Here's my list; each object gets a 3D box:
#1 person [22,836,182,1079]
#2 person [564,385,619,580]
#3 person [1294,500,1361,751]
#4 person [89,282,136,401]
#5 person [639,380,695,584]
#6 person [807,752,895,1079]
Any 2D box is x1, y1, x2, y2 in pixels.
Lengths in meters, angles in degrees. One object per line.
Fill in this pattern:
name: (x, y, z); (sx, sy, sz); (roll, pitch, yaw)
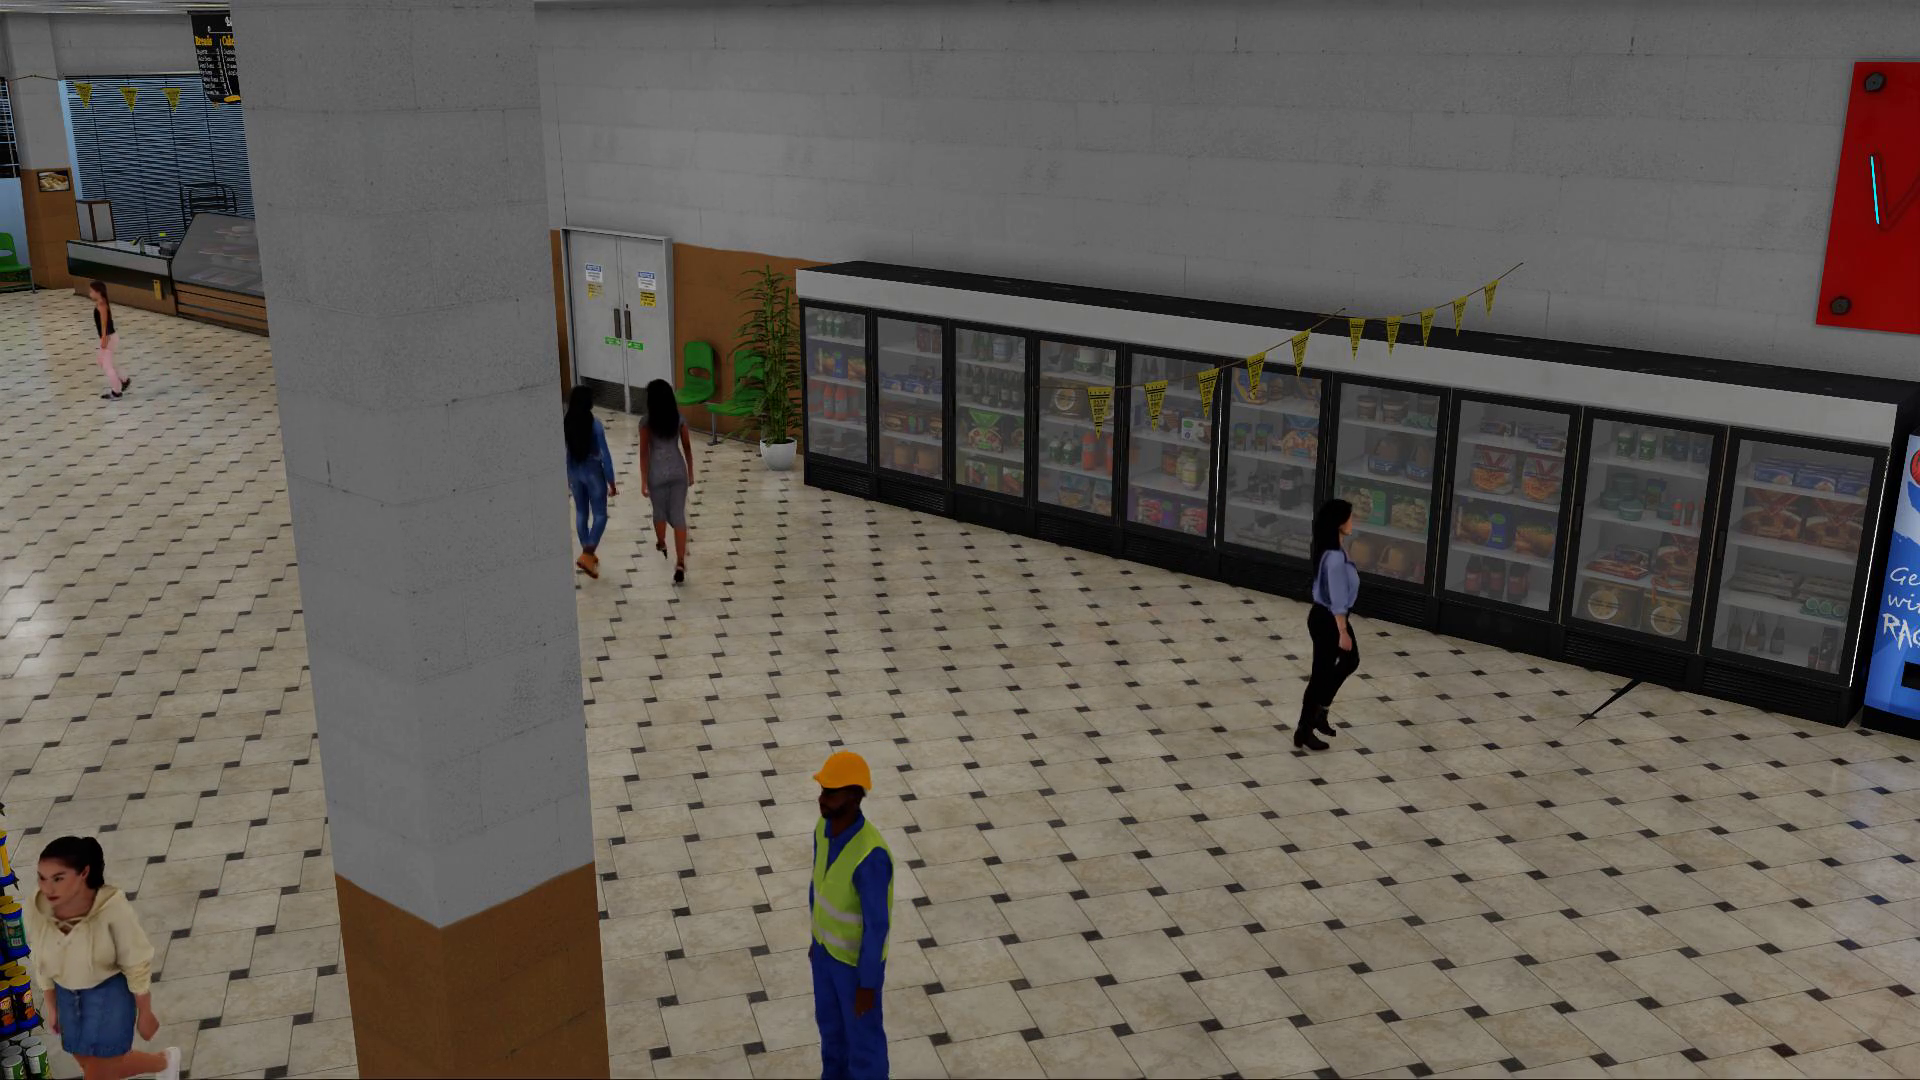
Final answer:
person: (-3.507, 1.897, 6.860); (0.961, 1.600, 1.101); (2, 17, 5)
person: (-3.272, -0.494, 14.572); (0.873, 1.695, 1.072); (7, 18, 21)
person: (2.340, 0.578, 10.975); (0.824, 1.734, 0.728); (3, 17, 11)
person: (-11.090, -2.613, 21.793); (0.755, 1.554, 0.683); (-5, 18, -18)
person: (-2.533, -0.467, 14.425); (1.201, 1.727, 1.133); (-6, 18, -18)
person: (-0.455, 1.730, 7.045); (0.699, 1.814, 0.736); (-11, 20, -32)
